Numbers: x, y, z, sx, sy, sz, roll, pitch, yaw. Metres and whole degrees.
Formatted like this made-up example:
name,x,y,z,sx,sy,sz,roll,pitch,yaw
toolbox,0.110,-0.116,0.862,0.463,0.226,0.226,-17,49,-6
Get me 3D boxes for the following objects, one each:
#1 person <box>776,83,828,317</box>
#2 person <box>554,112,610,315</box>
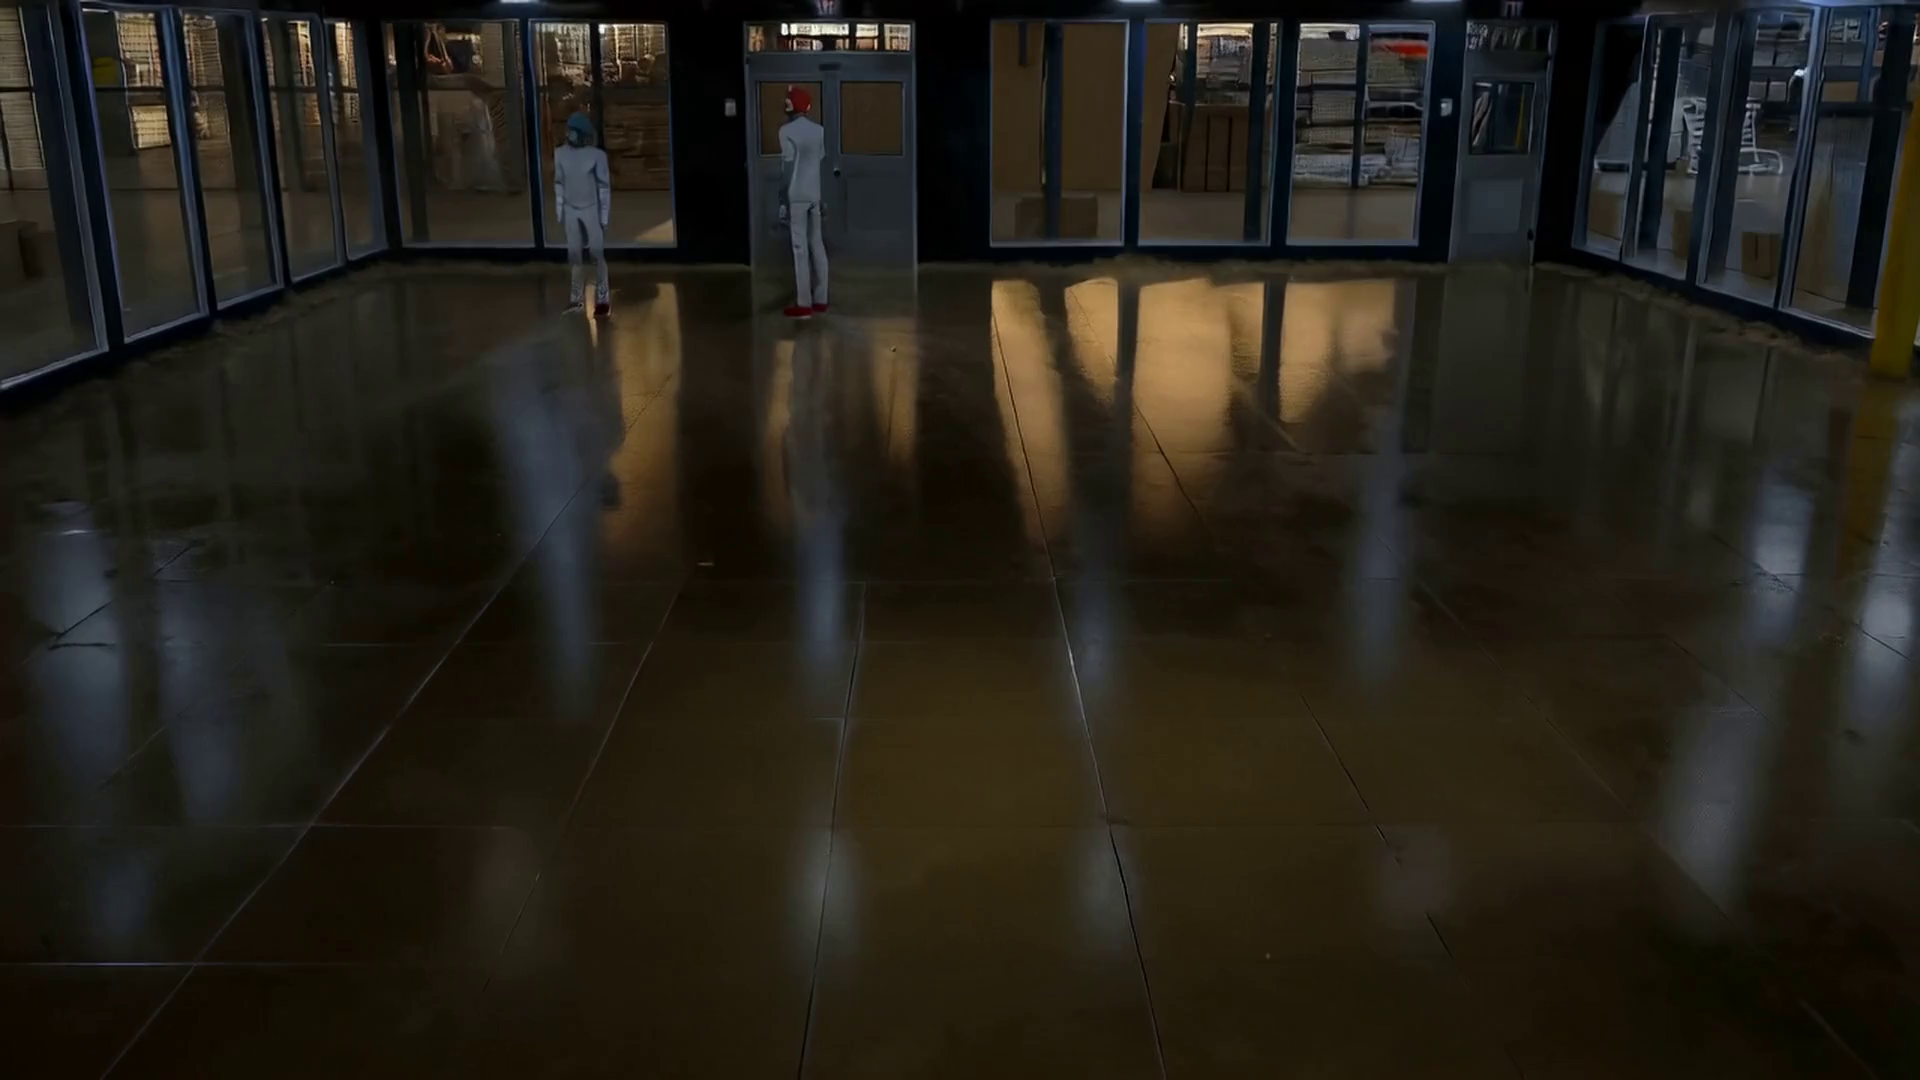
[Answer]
name,x,y,z,sx,sy,sz,roll,pitch,yaw
person,-1.298,-2.755,13.546,0.334,1.873,0.517,13,21,38
person,-3.101,-2.667,13.648,0.501,1.636,0.278,5,17,18
